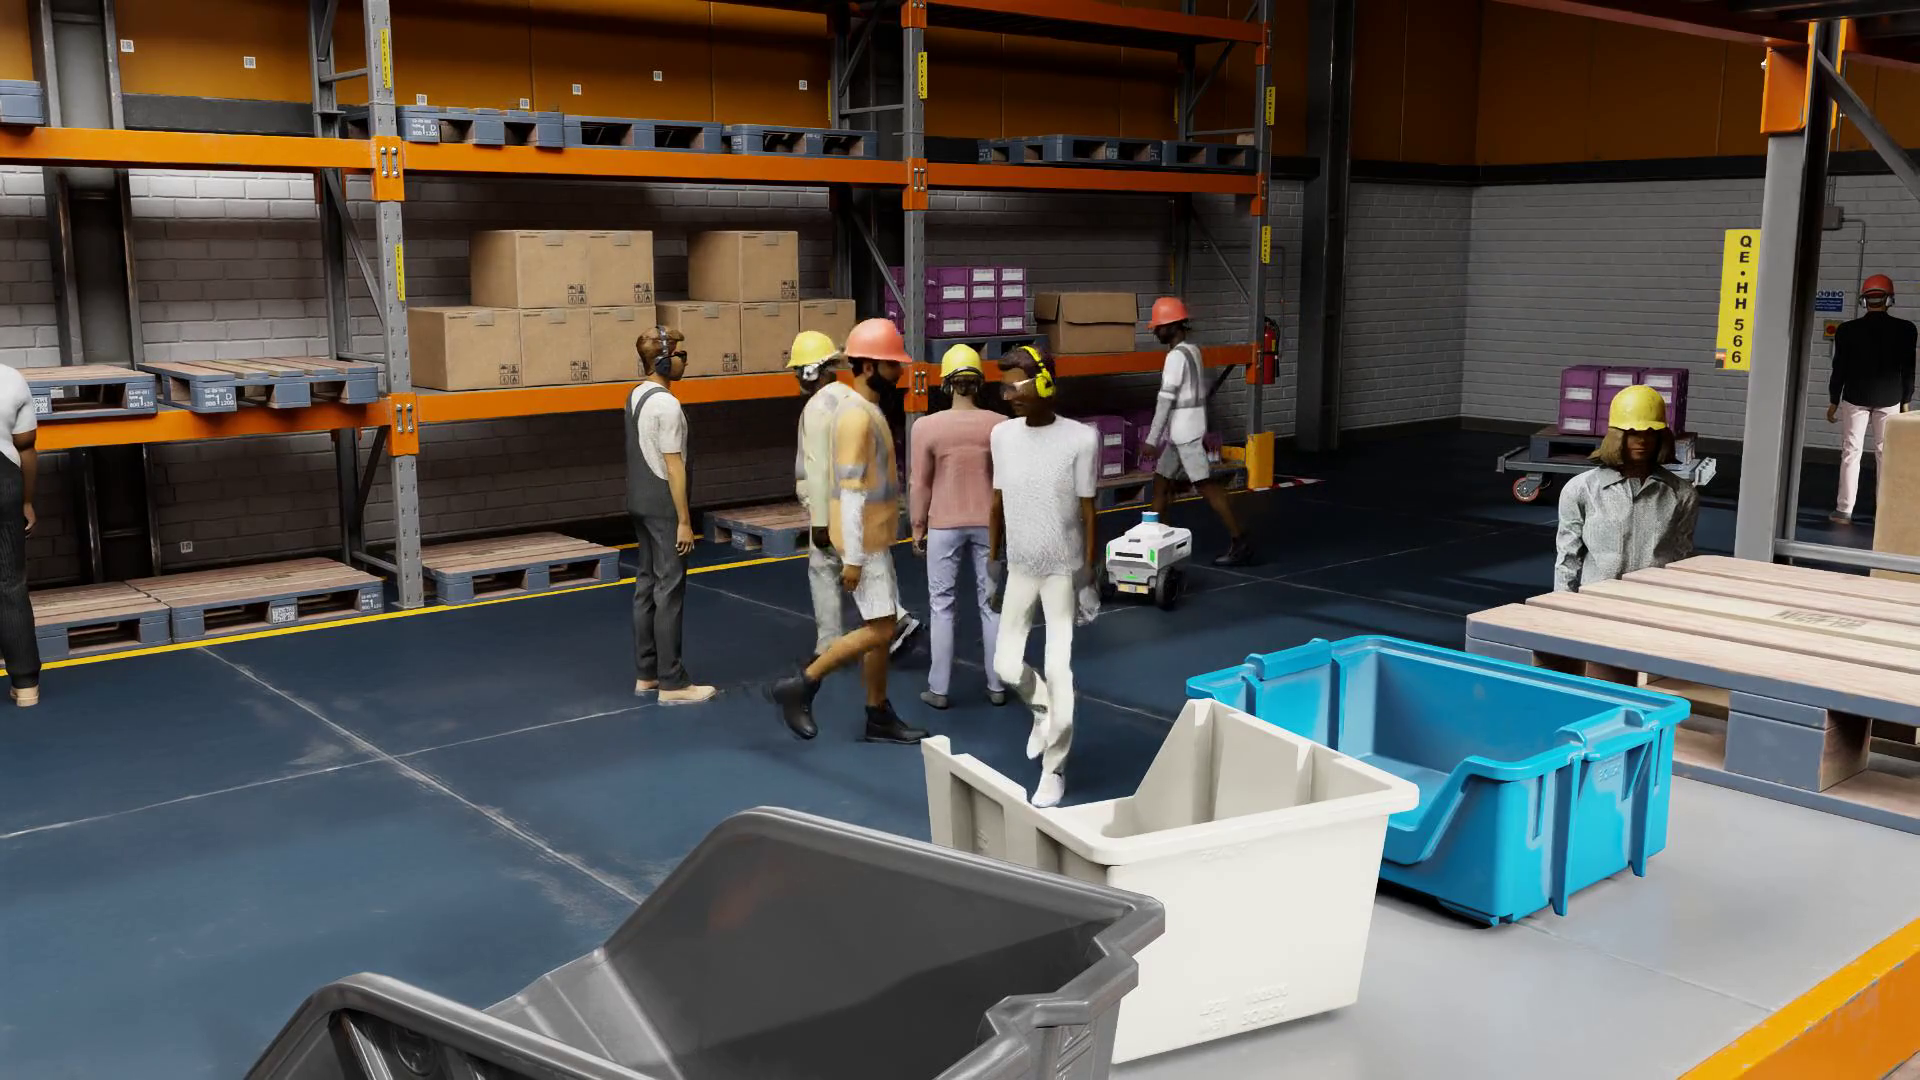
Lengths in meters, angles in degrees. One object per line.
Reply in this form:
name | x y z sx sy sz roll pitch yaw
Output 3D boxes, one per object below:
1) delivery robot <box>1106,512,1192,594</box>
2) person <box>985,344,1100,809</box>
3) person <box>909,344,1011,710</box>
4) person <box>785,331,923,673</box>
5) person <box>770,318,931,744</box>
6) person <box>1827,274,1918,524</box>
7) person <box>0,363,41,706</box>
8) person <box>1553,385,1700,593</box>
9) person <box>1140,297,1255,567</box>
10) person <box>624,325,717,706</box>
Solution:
delivery robot | 1.190 0.066 10.417 0.477 0.478 0.707 5 11 27
person | 0.347 0.130 6.724 0.517 1.844 0.527 5 11 24
person | 0.011 -0.062 8.044 0.523 1.759 0.351 -2 10 -12
person | -0.590 -0.184 8.627 0.645 1.798 0.599 3 11 16
person | -0.470 -0.010 7.303 0.600 1.919 0.548 0 10 1
person | 7.247 -1.108 13.248 0.608 1.987 0.391 3 11 16
person | -4.759 -0.178 7.887 0.681 2.000 0.538 -10 14 -44
person | 2.363 0.318 5.941 0.486 1.744 0.294 1 10 4
person | 1.588 -0.737 11.538 1.012 1.885 0.554 3 10 14
person | -1.437 -0.117 8.092 0.342 1.846 0.508 -7 12 -34
